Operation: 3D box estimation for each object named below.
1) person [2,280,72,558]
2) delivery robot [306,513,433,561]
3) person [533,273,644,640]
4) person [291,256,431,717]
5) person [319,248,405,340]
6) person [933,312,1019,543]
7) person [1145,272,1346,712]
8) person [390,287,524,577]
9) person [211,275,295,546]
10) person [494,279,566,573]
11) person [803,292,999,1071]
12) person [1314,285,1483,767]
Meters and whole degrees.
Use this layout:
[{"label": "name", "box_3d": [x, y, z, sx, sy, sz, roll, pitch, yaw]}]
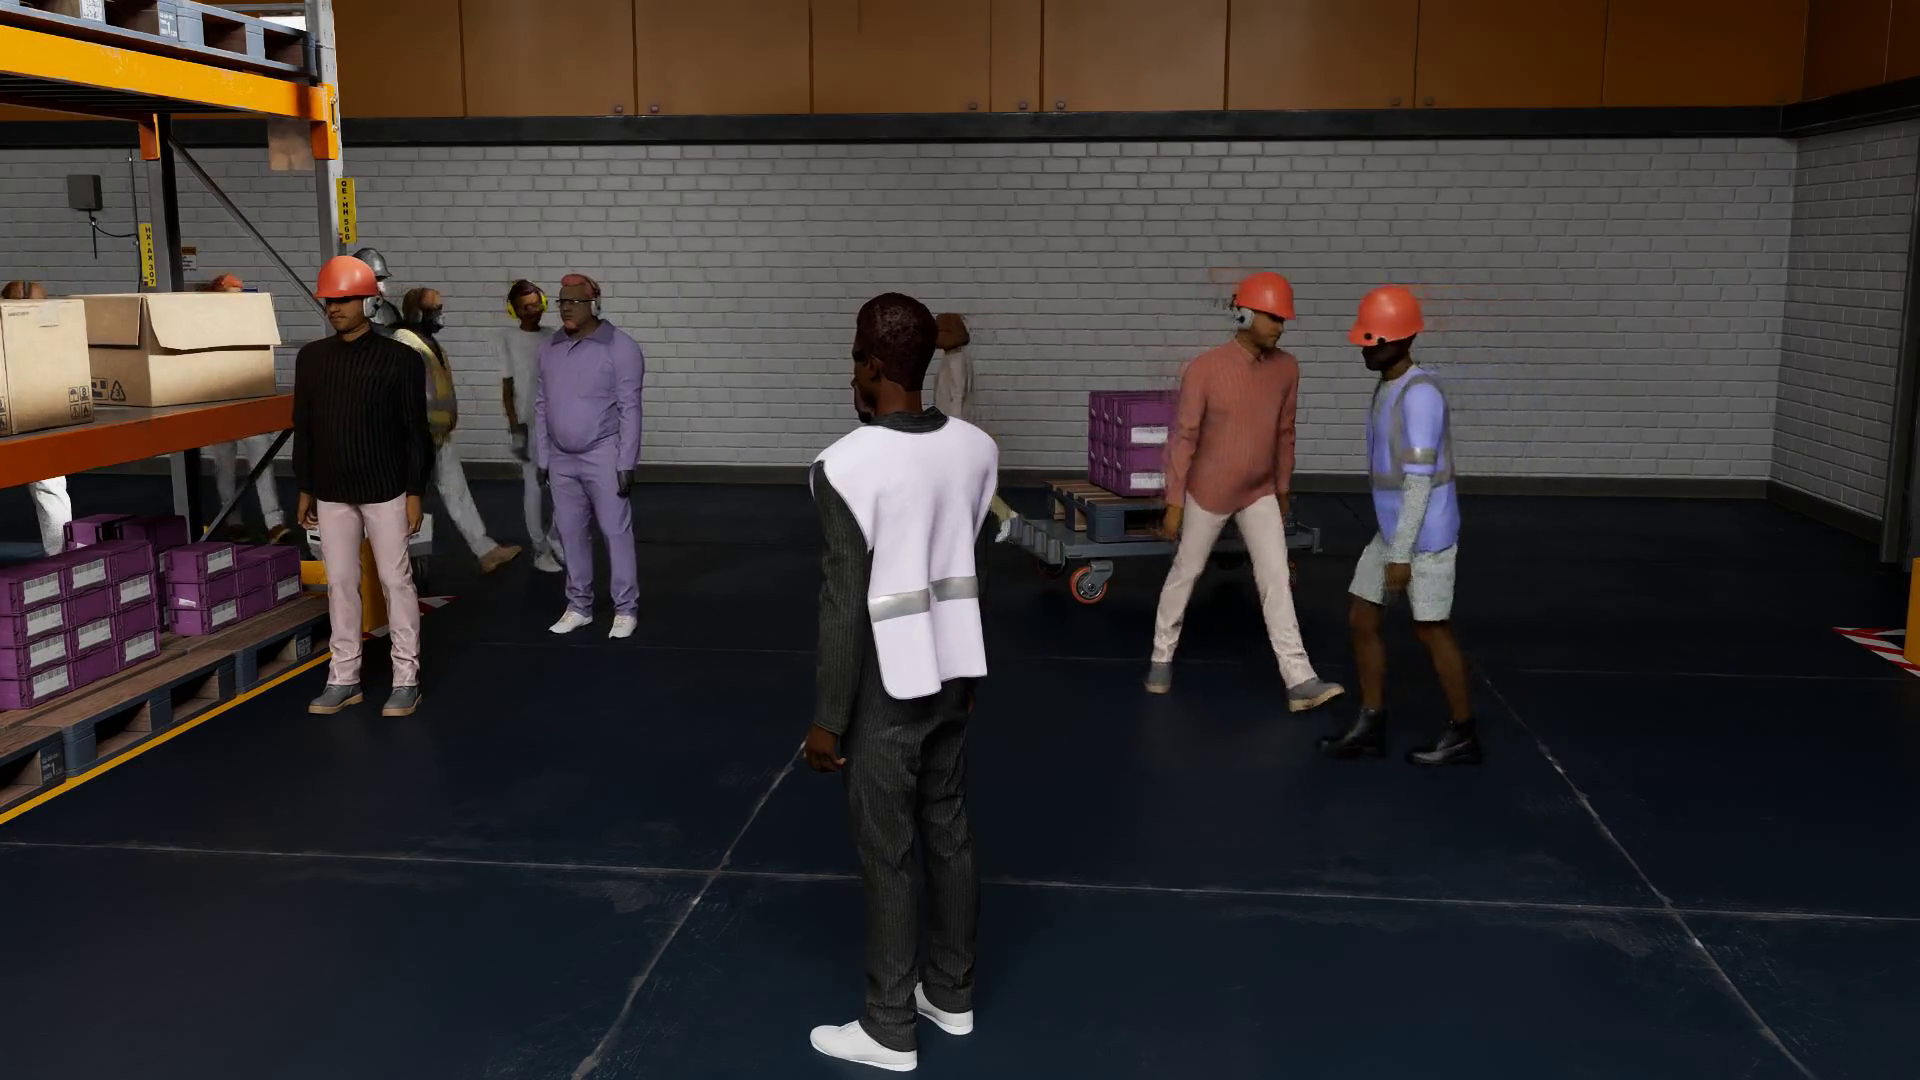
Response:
[{"label": "person", "box_3d": [-5.521, -0.622, 9.942, 0.429, 1.846, 0.627, -5, 11, -25]}, {"label": "delivery robot", "box_3d": [-3.515, -0.025, 9.940, 0.477, 0.478, 0.707, 7, 12, 36]}, {"label": "person", "box_3d": [-1.951, -0.426, 8.661, 0.646, 1.901, 0.398, 4, 11, 21]}, {"label": "person", "box_3d": [-2.601, -0.223, 7.222, 0.612, 1.995, 0.377, 1, 10, 7]}, {"label": "person", "box_3d": [-3.984, -0.974, 11.388, 0.535, 2.000, 0.684, 4, 11, 22]}, {"label": "person", "box_3d": [0.009, -0.746, 11.344, 0.754, 1.611, 0.505, -2, 10, -12]}, {"label": "person", "box_3d": [1.220, -0.208, 7.328, 0.704, 1.909, 1.071, -5, 11, -25]}, {"label": "person", "box_3d": [-3.238, -0.640, 10.213, 0.961, 1.788, 0.641, 1, 10, 4]}, {"label": "person", "box_3d": [-4.866, -0.855, 11.254, 0.614, 1.853, 0.834, -9, 13, -41]}, {"label": "person", "box_3d": [-2.632, -0.695, 10.371, 0.523, 1.843, 0.408, -9, 13, -42]}, {"label": "person", "box_3d": [-0.138, 0.356, 4.119, 0.392, 1.922, 0.592, 8, 13, 38]}, {"label": "person", "box_3d": [1.715, -0.028, 6.392, 0.772, 1.885, 0.560, -1, 10, -7]}]
